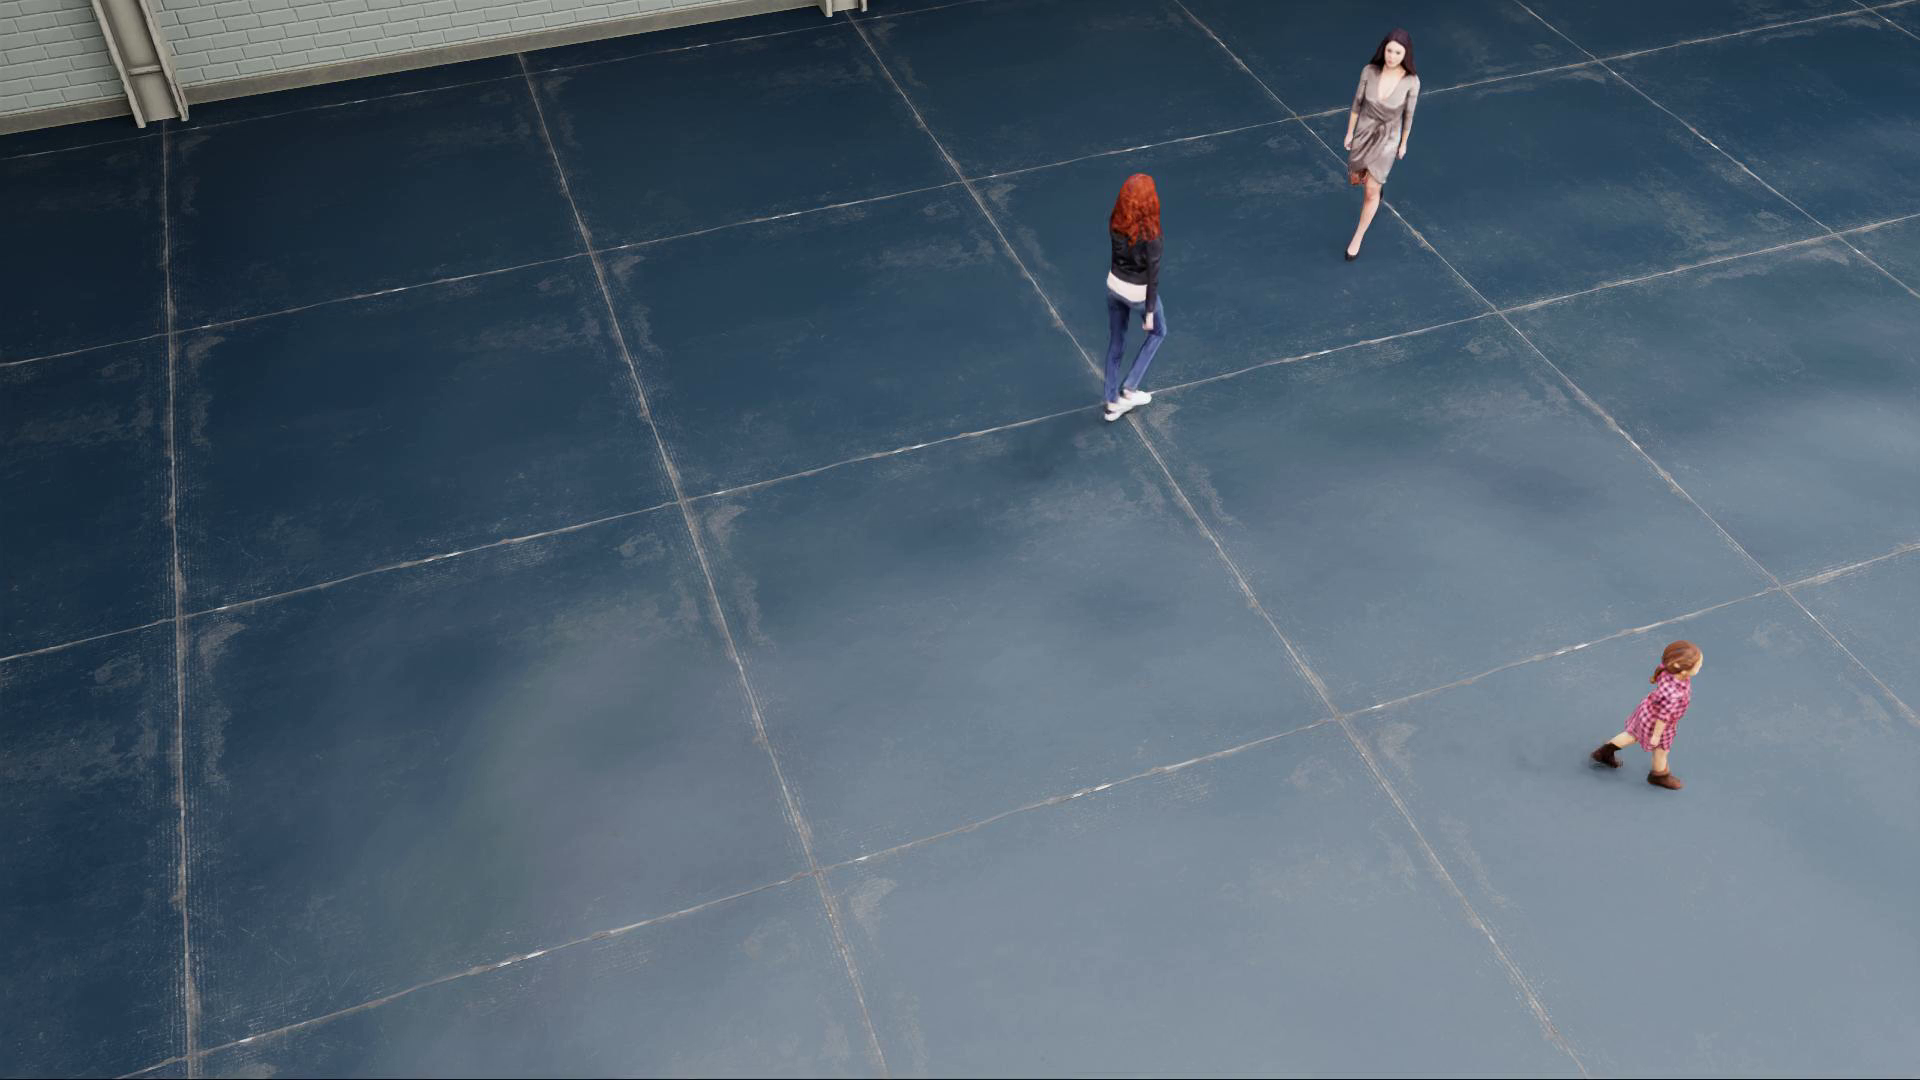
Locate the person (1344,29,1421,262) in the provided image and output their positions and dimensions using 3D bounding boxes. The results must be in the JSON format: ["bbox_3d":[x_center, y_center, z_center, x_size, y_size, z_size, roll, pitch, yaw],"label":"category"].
[{"bbox_3d":[3.032,-2.914,12.070,0.985,1.726,1.088,20,47,20],"label":"person"}]

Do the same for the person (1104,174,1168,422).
[{"bbox_3d":[1.016,-1.471,10.487,0.761,1.778,0.708,-33,52,-30],"label":"person"}]

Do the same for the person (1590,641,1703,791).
[{"bbox_3d":[3.546,0.882,8.527,0.757,1.014,0.633,8,44,8],"label":"person"}]
